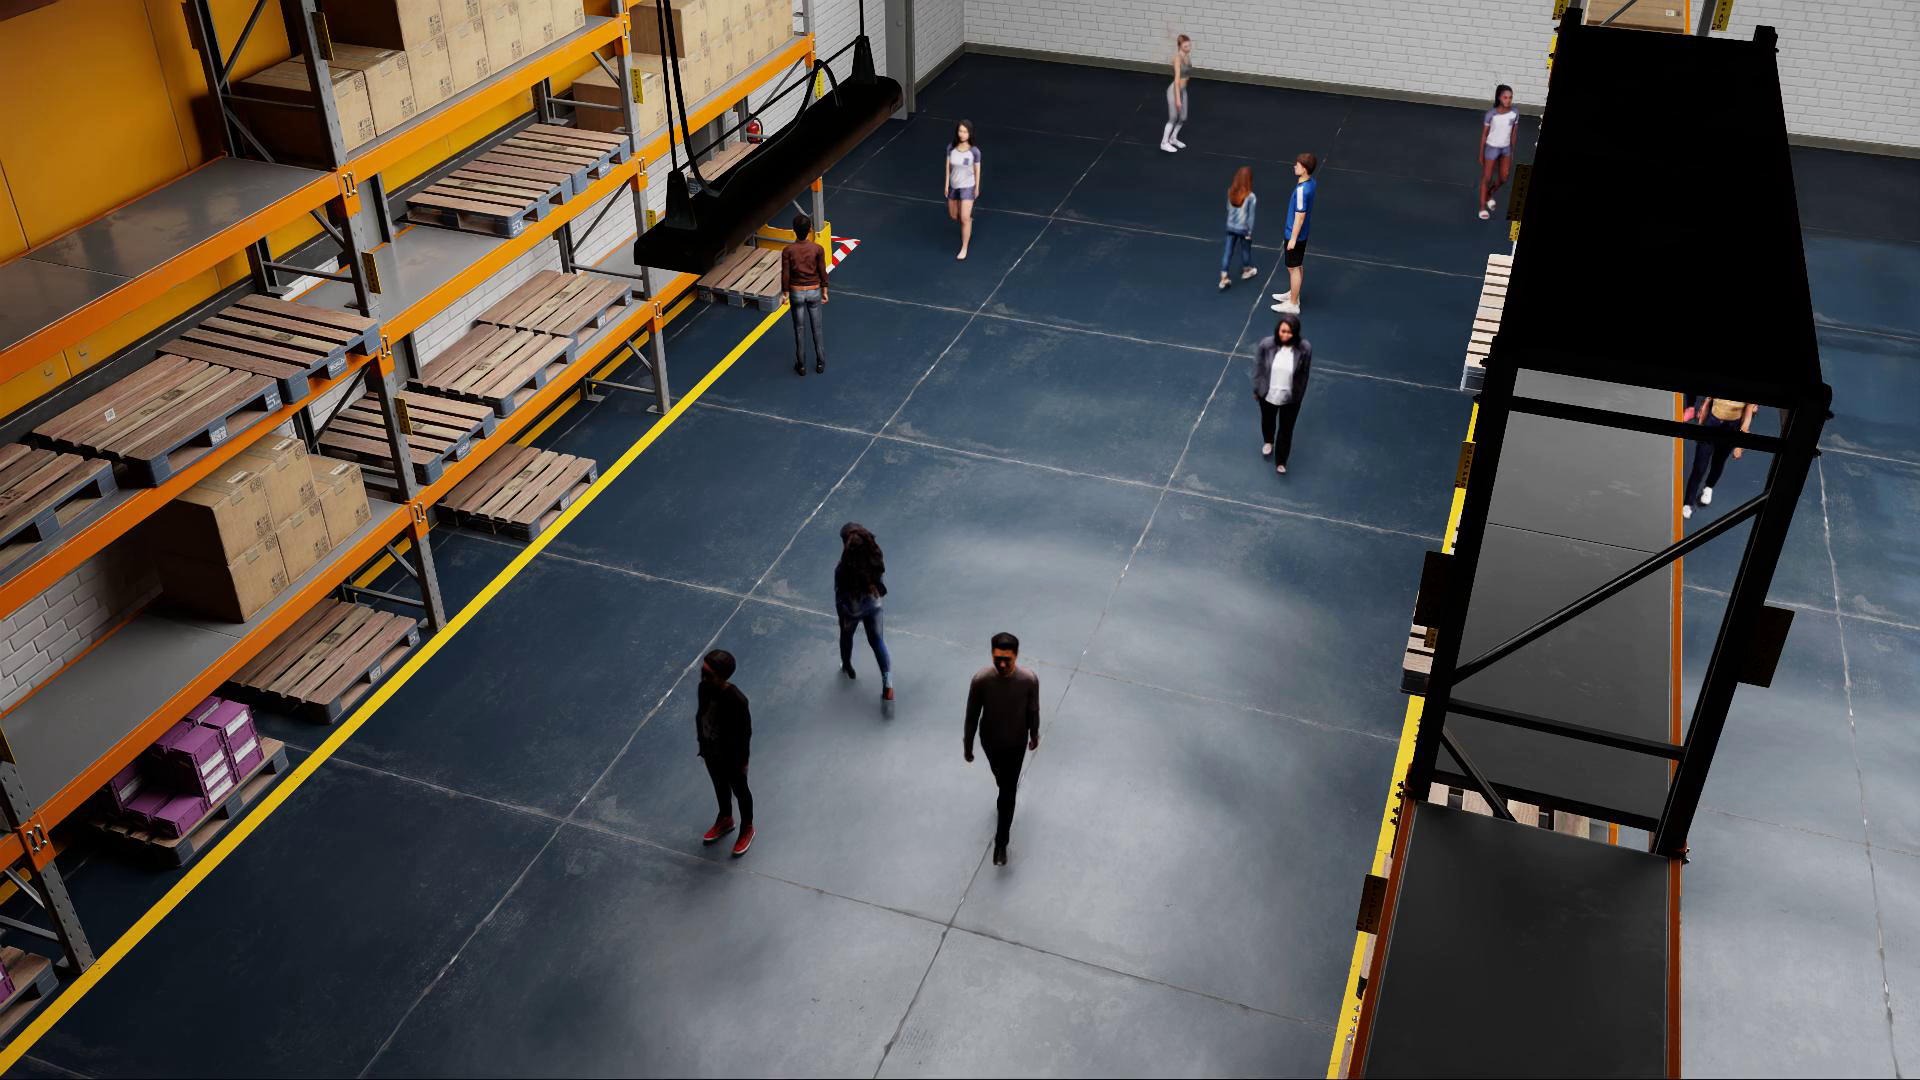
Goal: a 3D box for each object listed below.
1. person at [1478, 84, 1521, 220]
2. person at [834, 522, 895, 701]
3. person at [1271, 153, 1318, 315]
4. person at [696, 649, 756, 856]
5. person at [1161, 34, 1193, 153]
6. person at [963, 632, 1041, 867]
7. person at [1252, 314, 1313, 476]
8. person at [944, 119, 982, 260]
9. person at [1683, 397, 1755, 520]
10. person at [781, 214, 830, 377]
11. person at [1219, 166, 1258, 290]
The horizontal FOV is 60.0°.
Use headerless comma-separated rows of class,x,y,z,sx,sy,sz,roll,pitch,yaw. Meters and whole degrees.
person,6.817,-4.978,21.223,0.748,1.712,0.781,-3,34,-5
person,-0.732,0.564,12.994,1.001,1.593,1.065,-15,36,-21
person,3.830,-3.489,18.844,0.724,1.866,0.537,8,34,11
person,-1.633,1.447,11.590,0.637,1.675,0.600,19,38,26
person,2.978,-6.194,23.093,0.724,1.668,0.620,12,35,17
person,0.316,1.343,11.704,0.851,1.722,1.196,6,34,9
person,3.100,-1.465,16.076,0.738,1.560,0.999,7,34,11
person,0.058,-4.310,20.240,0.639,1.688,0.910,14,36,19
person,7.034,-0.993,15.337,0.717,1.592,1.082,19,38,26
person,-1.632,-2.589,17.567,0.723,1.780,0.714,-7,34,-10
person,3.213,-3.629,19.428,0.723,1.453,0.945,23,40,30
